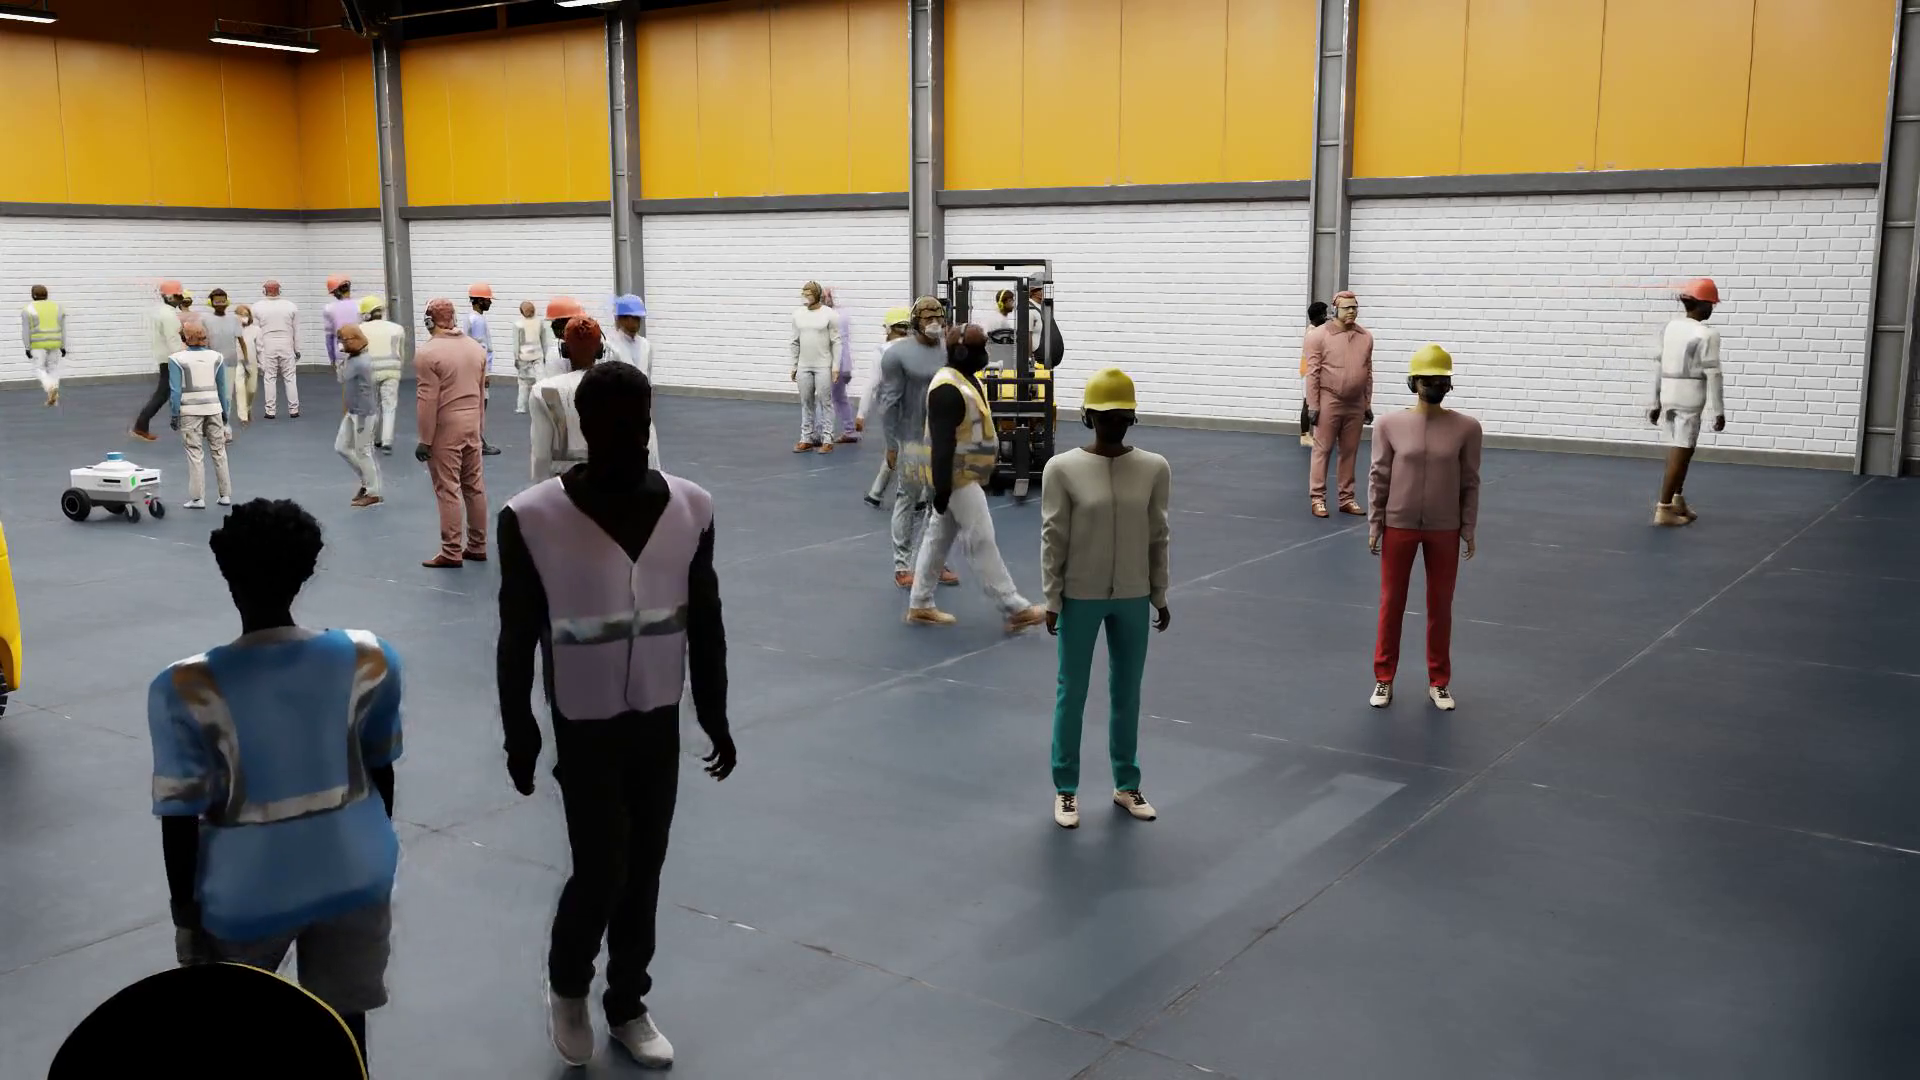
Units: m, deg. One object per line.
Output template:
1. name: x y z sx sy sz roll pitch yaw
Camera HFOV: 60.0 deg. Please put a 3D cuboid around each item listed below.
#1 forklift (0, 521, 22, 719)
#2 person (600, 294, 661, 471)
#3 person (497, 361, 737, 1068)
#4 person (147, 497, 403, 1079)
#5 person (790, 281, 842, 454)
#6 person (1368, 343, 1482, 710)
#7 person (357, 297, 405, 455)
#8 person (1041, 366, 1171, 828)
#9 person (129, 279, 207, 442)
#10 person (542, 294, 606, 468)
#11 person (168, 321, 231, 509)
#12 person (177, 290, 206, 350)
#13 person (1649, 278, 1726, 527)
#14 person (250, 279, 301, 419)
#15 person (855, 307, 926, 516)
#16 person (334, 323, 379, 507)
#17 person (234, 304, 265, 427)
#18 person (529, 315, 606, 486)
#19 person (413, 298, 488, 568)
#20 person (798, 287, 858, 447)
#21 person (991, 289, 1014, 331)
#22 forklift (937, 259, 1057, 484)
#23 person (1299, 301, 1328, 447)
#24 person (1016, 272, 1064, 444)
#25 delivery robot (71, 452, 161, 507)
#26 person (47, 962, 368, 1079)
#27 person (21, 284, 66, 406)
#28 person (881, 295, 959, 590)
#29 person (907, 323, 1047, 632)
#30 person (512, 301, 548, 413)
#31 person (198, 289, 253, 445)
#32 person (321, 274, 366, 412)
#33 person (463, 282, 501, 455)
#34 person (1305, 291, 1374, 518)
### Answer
1. forklift: -5.296 -0.090 6.943 1.214 2.155 2.313 7 12 35
2. person: -2.718 -1.055 13.614 1.045 1.890 0.619 8 13 41
3. person: -0.901 0.479 4.414 0.588 1.905 0.449 -8 12 -39
4. person: -1.430 0.742 3.546 0.532 1.675 0.406 -7 12 -35
5. person: -1.622 -1.932 18.679 0.634 1.935 0.350 4 10 23
6. person: 2.230 -0.058 8.019 0.525 1.772 0.306 2 10 10
7. person: -6.527 -1.847 18.708 0.577 1.766 0.976 -4 10 -21
8. person: 0.564 0.219 6.379 0.526 1.768 0.315 -3 10 -16
9. person: -9.509 -2.142 19.948 0.994 1.959 0.637 -4 10 -22
10. person: -2.752 -0.807 11.994 0.554 1.923 0.573 5 11 29
11. person: -6.647 -1.089 14.546 0.310 1.638 0.523 7 12 37
12. person: -10.758 -2.599 23.162 0.325 1.767 0.533 6 11 30
13. person: 5.952 -1.107 13.518 0.694 2.014 0.635 -3 10 -17
14. person: -9.388 -2.616 22.845 0.641 1.908 0.407 -5 11 -29
15. person: -0.548 -1.101 14.247 0.687 1.771 0.953 -9 13 -43
16. person: -5.275 -1.085 14.555 0.370 1.613 0.519 -7 12 -37
17. person: -9.418 -2.299 21.865 0.506 1.606 0.733 -6 12 -34
18. person: -1.909 -0.206 8.564 0.573 1.883 0.355 -4 10 -21
19. person: -3.622 -0.752 11.764 0.400 1.901 0.643 4 11 25
20. person: -1.567 -2.015 19.409 0.916 1.851 0.763 -4 10 -23
21. person: 0.428 -2.127 20.195 0.898 1.826 0.562 0 10 1
22. forklift: 0.370 -1.738 16.759 1.214 2.155 2.313 1 10 3
23. person: 4.121 -1.927 19.393 0.319 1.688 0.535 2 10 9
24. person: 0.942 -2.101 19.374 0.539 2.000 0.689 4 10 21
25. delivery robot: -7.064 -0.490 13.921 0.707 0.478 0.477 3 10 18
26. person: -0.451 1.113 1.123 0.297 1.744 0.487 6 11 30
27. person: -13.466 -2.855 24.518 0.591 1.827 0.629 7 12 37
28. person: -0.223 -0.645 11.005 0.634 1.938 0.355 -5 11 -30
29. person: 0.102 -0.354 9.687 0.946 1.793 0.644 2 10 10
30. person: -6.046 -2.570 23.462 0.530 1.609 0.799 -7 12 -35
31. person: -8.644 -2.034 19.616 0.492 1.833 0.841 -9 13 -44
32. person: -7.542 -2.322 20.863 0.802 2.004 0.369 -2 10 -9
33. person: -5.339 -1.906 18.571 0.386 1.930 0.541 -4 10 -22
34. person: 3.230 -1.145 14.082 0.642 1.909 0.410 -3 10 -20
